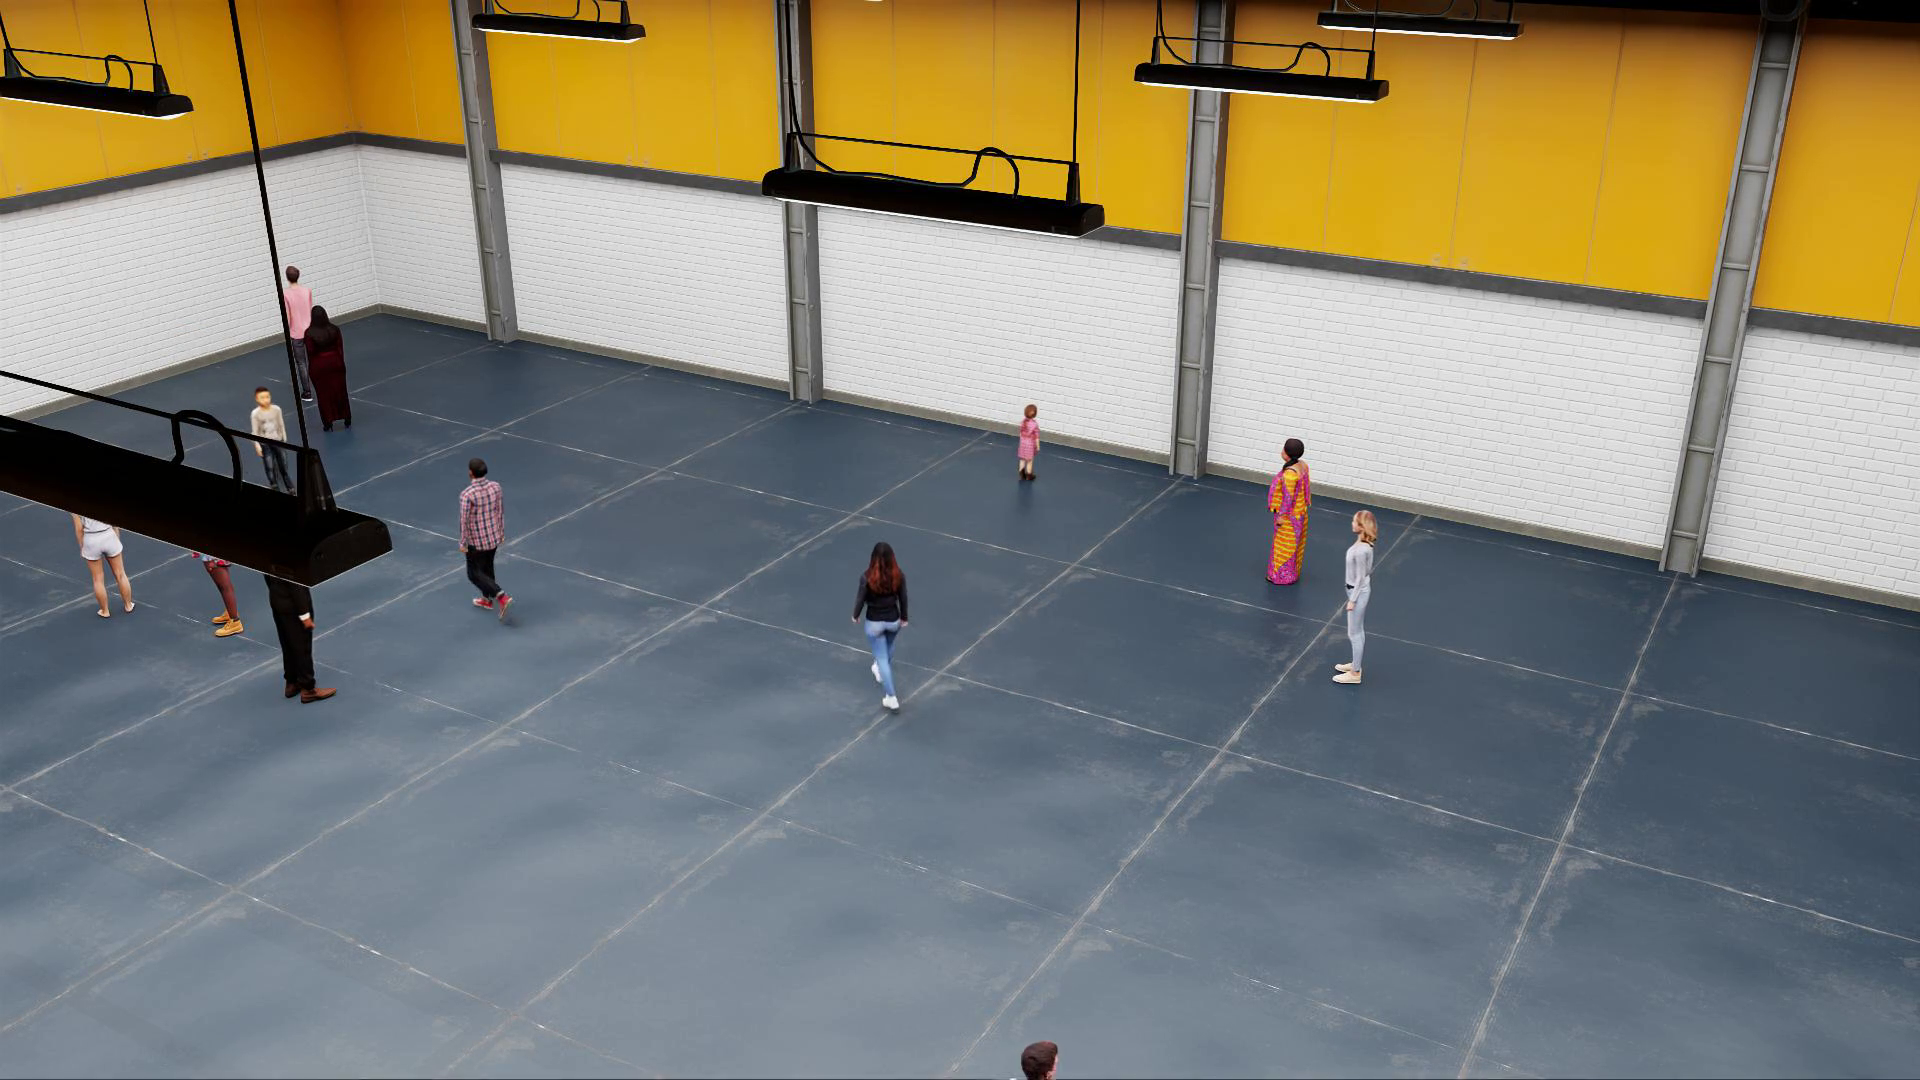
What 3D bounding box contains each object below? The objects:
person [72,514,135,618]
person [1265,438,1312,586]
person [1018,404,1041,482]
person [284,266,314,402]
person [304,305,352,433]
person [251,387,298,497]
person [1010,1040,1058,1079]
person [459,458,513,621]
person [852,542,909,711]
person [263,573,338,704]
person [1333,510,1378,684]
[{"bbox_3d":[-9.044,0.040,17.496,0.648,1.607,0.661,-16,28,-32],"label":"person"},{"bbox_3d":[3.602,-0.352,18.295,0.662,1.685,0.655,11,26,23],"label":"person"},{"bbox_3d":[0.868,-1.245,21.171,0.380,1.018,0.484,13,27,28],"label":"person"},{"bbox_3d":[-9.476,-2.986,23.978,0.616,1.959,0.672,20,30,38],"label":"person"},{"bbox_3d":[-8.675,-2.361,22.800,0.746,1.757,0.728,-19,30,-37],"label":"person"},{"bbox_3d":[-8.535,-1.204,20.551,0.767,1.440,0.966,-17,29,-34],"label":"person"},{"bbox_3d":[0.299,3.574,9.135,0.894,1.828,0.835,-13,27,-27],"label":"person"},{"bbox_3d":[-4.975,-0.008,17.428,0.912,1.749,0.688,14,27,29],"label":"person"},{"bbox_3d":[-0.709,0.830,15.706,1.056,1.593,1.187,-9,25,-20],"label":"person"},{"bbox_3d":[-6.353,0.629,15.776,0.615,1.904,0.802,19,30,37],"label":"person"},{"bbox_3d":[3.849,0.544,16.108,0.559,1.796,0.627,8,25,17],"label":"person"}]
